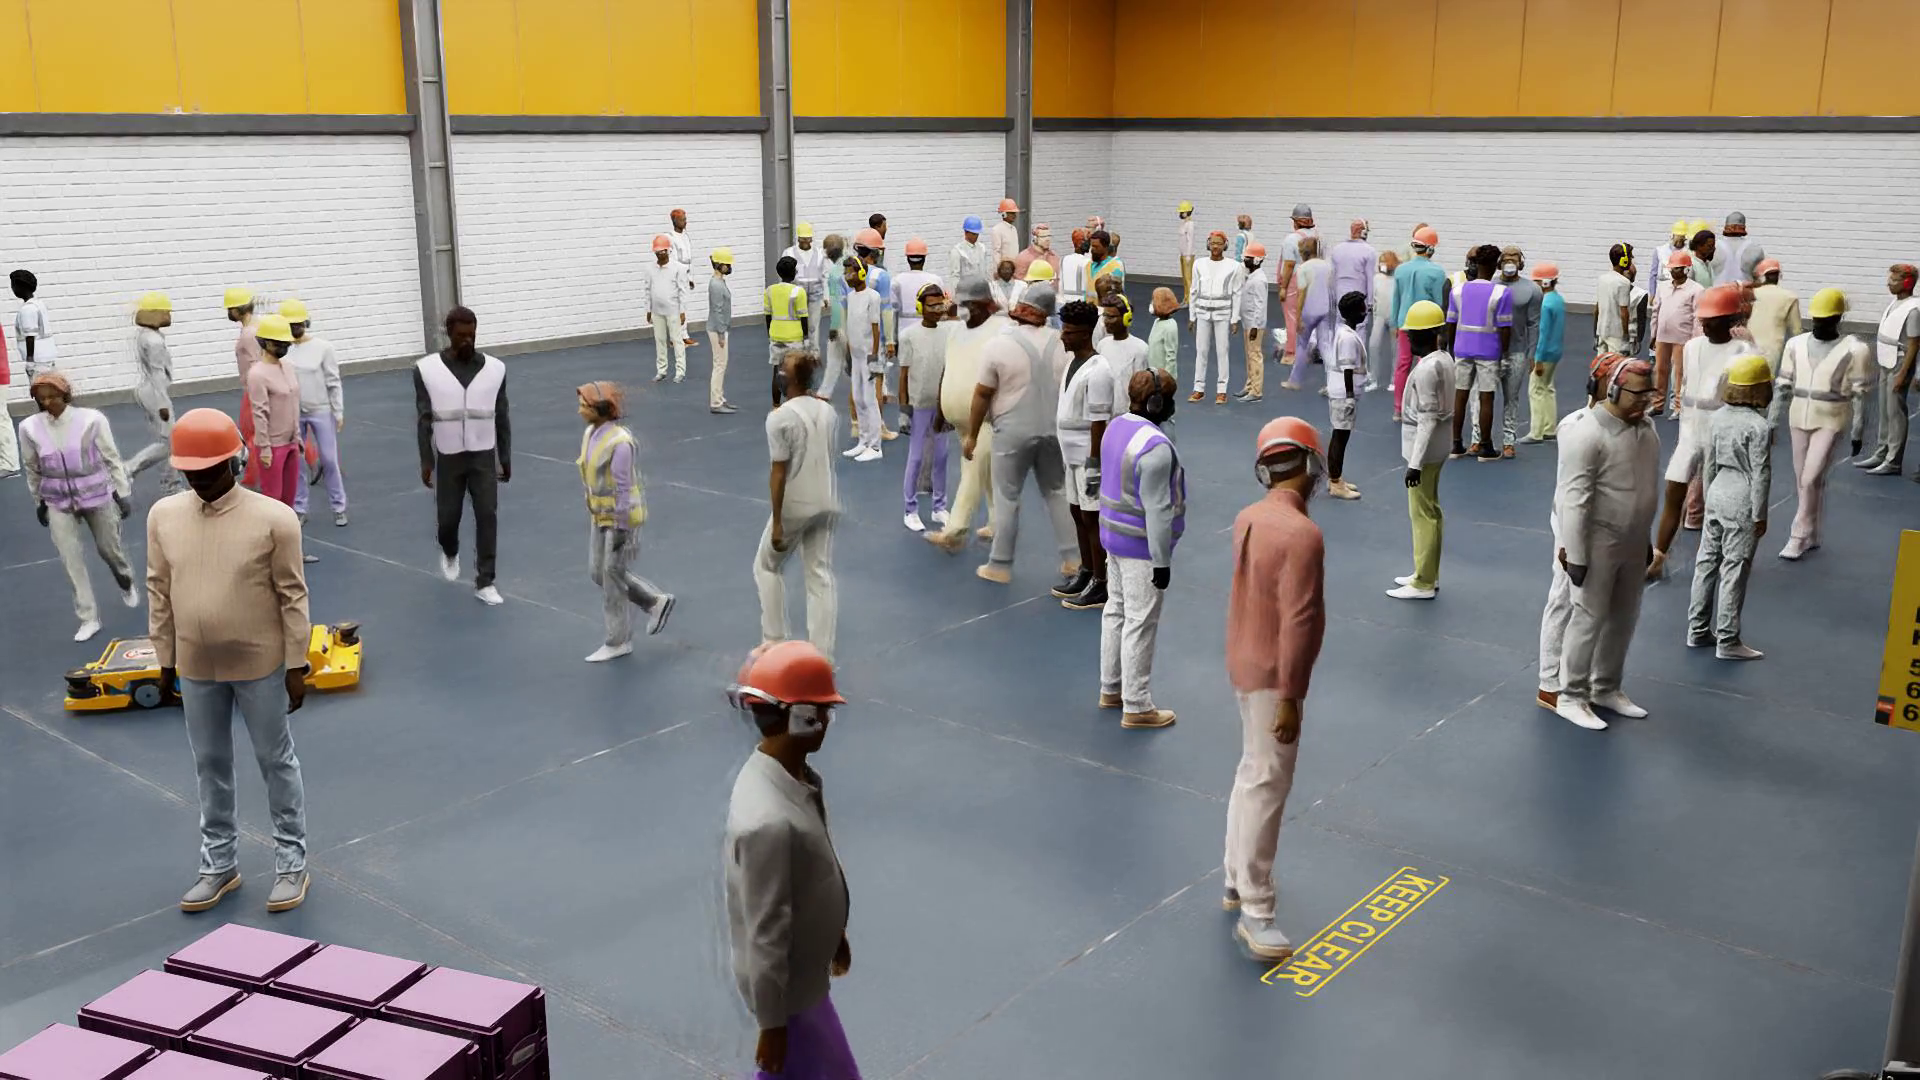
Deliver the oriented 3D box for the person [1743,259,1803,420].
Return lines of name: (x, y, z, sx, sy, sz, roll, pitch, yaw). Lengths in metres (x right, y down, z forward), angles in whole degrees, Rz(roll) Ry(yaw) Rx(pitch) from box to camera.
person: (8.150, -1.973, 16.767, 0.918, 1.682, 0.590, -13, 19, -42)

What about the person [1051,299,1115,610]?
person: (0.783, -0.539, 10.508, 0.375, 1.958, 0.599, -4, 15, -16)

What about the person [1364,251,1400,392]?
person: (4.847, -2.470, 18.930, 0.517, 1.603, 0.683, 12, 19, 41)

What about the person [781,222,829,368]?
person: (-1.932, -3.059, 20.825, 0.601, 1.827, 0.403, -4, 15, -16)

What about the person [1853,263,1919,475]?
person: (8.166, -1.482, 14.487, 0.389, 1.847, 0.563, 3, 14, 12)

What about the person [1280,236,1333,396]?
person: (4.007, -2.526, 18.808, 0.531, 1.786, 0.954, -7, 16, -26)

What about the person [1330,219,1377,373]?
person: (4.774, -2.912, 20.084, 0.399, 1.908, 0.643, -11, 18, -38)

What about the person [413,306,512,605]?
person: (-3.170, -0.553, 10.648, 0.609, 1.901, 0.634, -8, 16, -28)

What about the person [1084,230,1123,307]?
person: (1.525, -2.355, 17.832, 0.391, 1.919, 0.589, -8, 16, -28)

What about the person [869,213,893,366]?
person: (-1.096, -3.157, 21.039, 0.371, 1.915, 0.595, -6, 15, -22)

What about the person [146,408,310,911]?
person: (-2.810, 0.469, 6.406, 0.608, 1.989, 0.386, 0, 14, 1)

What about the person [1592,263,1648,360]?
person: (6.819, -2.064, 17.228, 0.514, 1.645, 0.308, 9, 17, 33)

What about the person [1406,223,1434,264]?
person: (6.631, -3.754, 24.027, 0.383, 1.634, 0.515, -8, 16, -28)

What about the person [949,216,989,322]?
person: (0.129, -2.990, 20.355, 0.420, 1.932, 0.619, 13, 19, 42)

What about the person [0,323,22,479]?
person: (-8.430, -1.405, 14.399, 0.352, 1.740, 0.575, -11, 18, -37)

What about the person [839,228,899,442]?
person: (-0.865, -1.961, 16.010, 0.605, 2.042, 0.394, 11, 18, 37)

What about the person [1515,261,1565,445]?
person: (5.563, -1.785, 15.911, 0.352, 1.743, 0.575, 9, 17, 33)

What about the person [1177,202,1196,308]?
person: (3.751, -4.741, 27.699, 0.339, 1.761, 0.524, -1, 14, -5)

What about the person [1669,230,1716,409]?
person: (7.847, -2.347, 17.801, 0.392, 1.920, 0.592, 12, 18, 39)

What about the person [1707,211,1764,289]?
person: (9.011, -2.838, 19.515, 0.679, 2.000, 0.537, 5, 15, 20)

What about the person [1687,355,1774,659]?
person: (4.450, -0.189, 9.531, 0.287, 1.746, 0.487, -4, 15, -14)

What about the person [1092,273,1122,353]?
person: (1.179, -1.235, 13.508, 0.344, 1.846, 0.504, -5, 15, -19)

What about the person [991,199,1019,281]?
person: (0.654, -3.775, 23.347, 0.378, 1.996, 0.611, 7, 16, 27)

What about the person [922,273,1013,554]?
person: (0.064, -0.946, 11.955, 1.008, 2.000, 0.708, -11, 18, -37)

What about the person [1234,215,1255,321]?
person: (4.438, -4.251, 25.993, 0.313, 1.633, 0.519, 8, 16, 30)

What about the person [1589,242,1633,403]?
person: (6.525, -2.021, 16.597, 0.328, 1.872, 0.509, -4, 15, -14)

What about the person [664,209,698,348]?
person: (-3.834, -3.577, 22.792, 0.356, 1.883, 0.572, 5, 15, 20)

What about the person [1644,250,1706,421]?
person: (7.370, -2.109, 17.182, 0.335, 1.749, 0.575, -9, 17, -31)

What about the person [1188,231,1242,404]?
person: (2.779, -2.436, 18.225, 0.573, 1.885, 0.356, 6, 15, 23)

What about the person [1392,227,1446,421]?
person: (4.696, -2.186, 17.002, 0.376, 1.995, 0.609, -13, 19, -41)

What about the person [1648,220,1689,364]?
person: (9.068, -3.142, 21.152, 0.589, 1.833, 0.404, 3, 14, 13)

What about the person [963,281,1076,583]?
person: (0.429, -0.730, 11.090, 0.779, 2.000, 0.539, -5, 15, -20)

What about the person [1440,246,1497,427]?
person: (5.103, -2.005, 16.590, 0.636, 1.842, 0.429, 0, 14, 0)

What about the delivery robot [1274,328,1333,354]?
delivery robot: (4.418, -2.609, 21.423, 0.707, 0.478, 0.477, 0, 14, 0)

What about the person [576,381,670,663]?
person: (-1.925, -0.117, 9.503, 0.515, 1.620, 0.519, -10, 17, -35)

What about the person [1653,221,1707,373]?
person: (9.021, -2.984, 20.461, 0.993, 1.868, 0.678, -4, 15, -16)
